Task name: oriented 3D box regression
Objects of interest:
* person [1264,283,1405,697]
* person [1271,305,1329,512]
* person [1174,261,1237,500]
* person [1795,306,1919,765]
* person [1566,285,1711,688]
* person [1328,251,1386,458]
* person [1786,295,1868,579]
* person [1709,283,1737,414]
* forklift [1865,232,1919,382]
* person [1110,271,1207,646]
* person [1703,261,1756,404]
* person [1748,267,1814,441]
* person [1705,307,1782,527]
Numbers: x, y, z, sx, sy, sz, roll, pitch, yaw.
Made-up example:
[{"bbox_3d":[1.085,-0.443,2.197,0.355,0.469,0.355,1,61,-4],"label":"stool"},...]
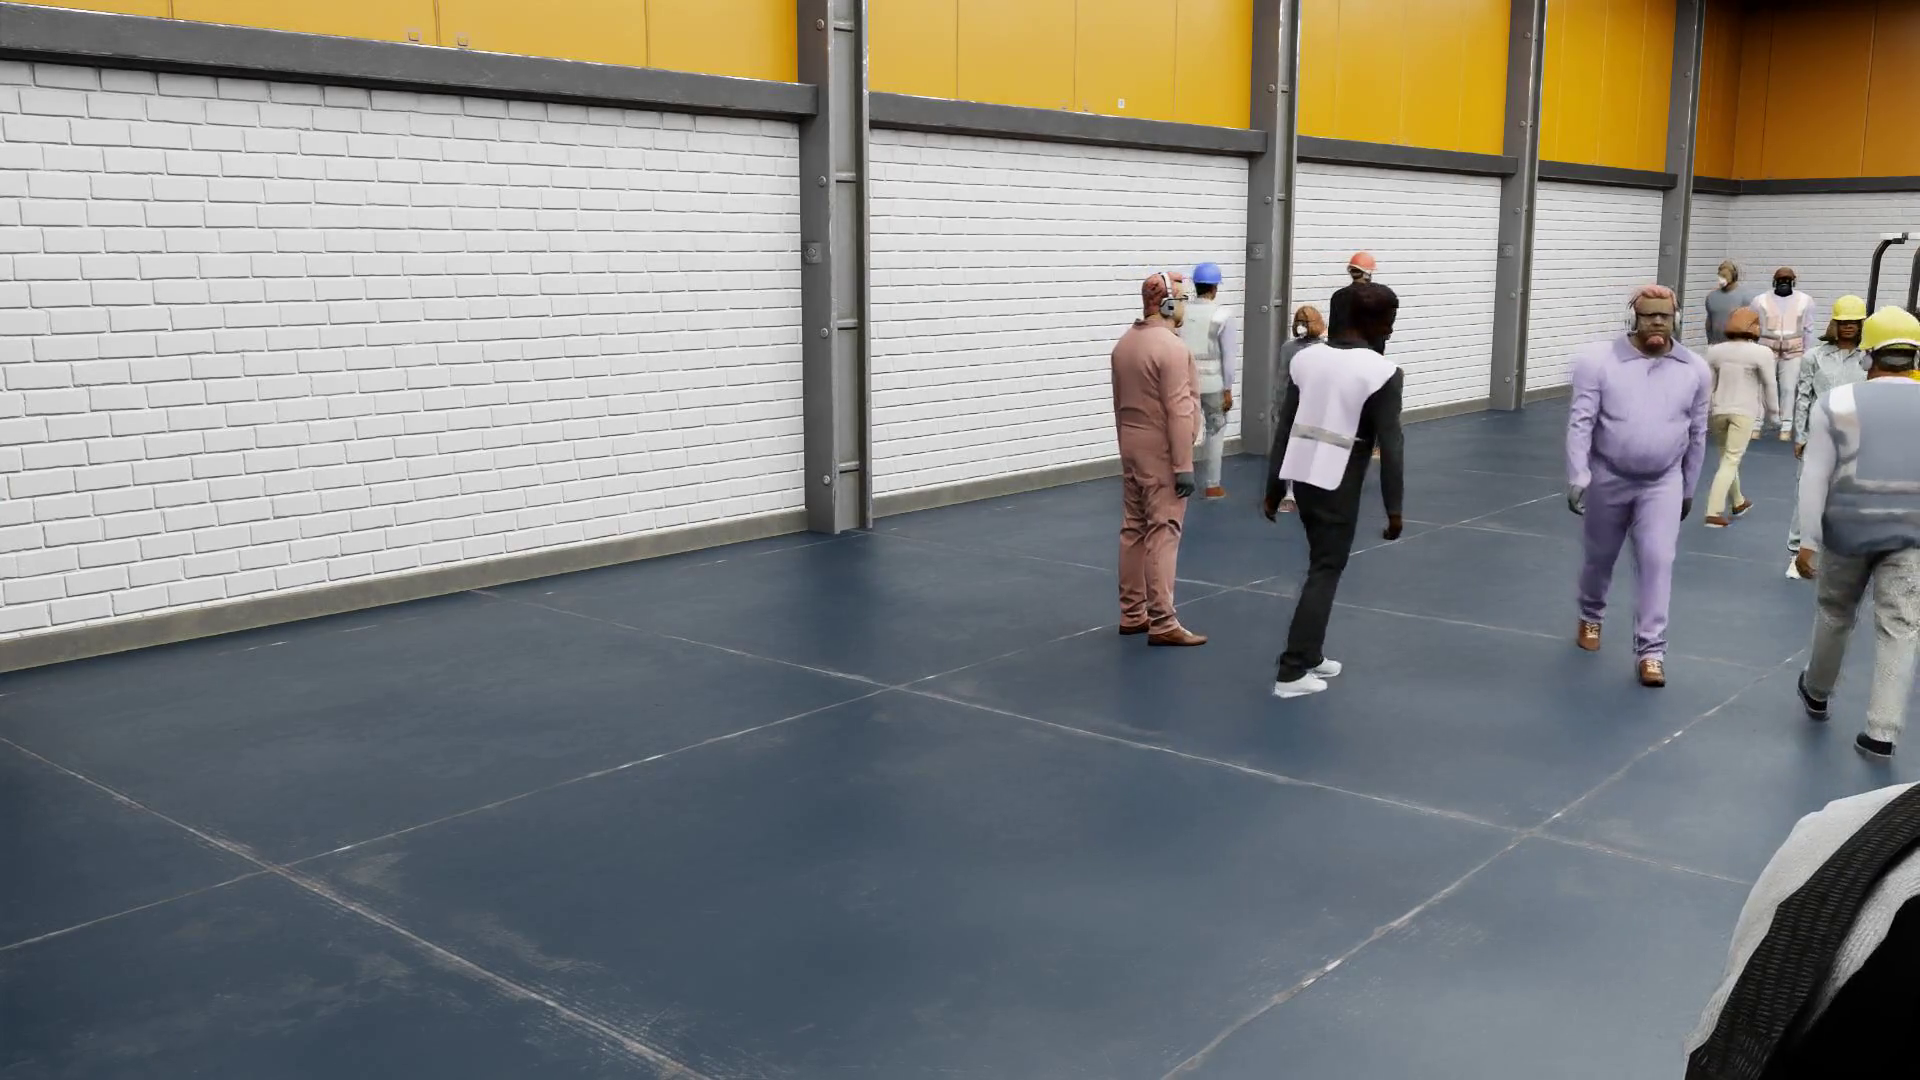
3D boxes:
[{"bbox_3d":[1.707,-0.218,7.529,0.661,1.867,0.598,-7,12,-34],"label":"person"},{"bbox_3d":[2.726,-1.045,13.025,0.842,1.595,0.514,-9,14,-43],"label":"person"},{"bbox_3d":[1.882,-1.241,13.205,0.614,1.926,0.763,8,13,37],"label":"person"},{"bbox_3d":[3.723,-0.048,6.783,0.624,1.786,0.901,3,10,17],"label":"person"},{"bbox_3d":[3.250,-0.297,8.037,0.655,1.863,1.003,2,10,13],"label":"person"},{"bbox_3d":[3.851,-1.784,16.091,0.396,1.992,0.622,-8,13,-40],"label":"person"},{"bbox_3d":[5.342,-0.612,10.134,0.483,1.745,0.301,4,11,20],"label":"person"},{"bbox_3d":[9.377,-2.359,20.395,0.286,1.633,0.499,7,12,36],"label":"person"},{"bbox_3d":[9.955,-1.972,16.595,2.313,2.155,1.214,1,10,8],"label":"forklift"},{"bbox_3d":[1.035,-0.416,8.550,0.404,1.911,0.636,-4,11,-22],"label":"person"},{"bbox_3d":[8.365,-2.076,18.095,1.037,1.892,0.632,-6,12,-32],"label":"person"},{"bbox_3d":[8.624,-1.952,17.530,0.623,1.835,0.432,4,11,22],"label":"person"},{"bbox_3d":[5.747,-0.900,12.208,0.837,1.596,0.505,-6,12,-31],"label":"person"}]
